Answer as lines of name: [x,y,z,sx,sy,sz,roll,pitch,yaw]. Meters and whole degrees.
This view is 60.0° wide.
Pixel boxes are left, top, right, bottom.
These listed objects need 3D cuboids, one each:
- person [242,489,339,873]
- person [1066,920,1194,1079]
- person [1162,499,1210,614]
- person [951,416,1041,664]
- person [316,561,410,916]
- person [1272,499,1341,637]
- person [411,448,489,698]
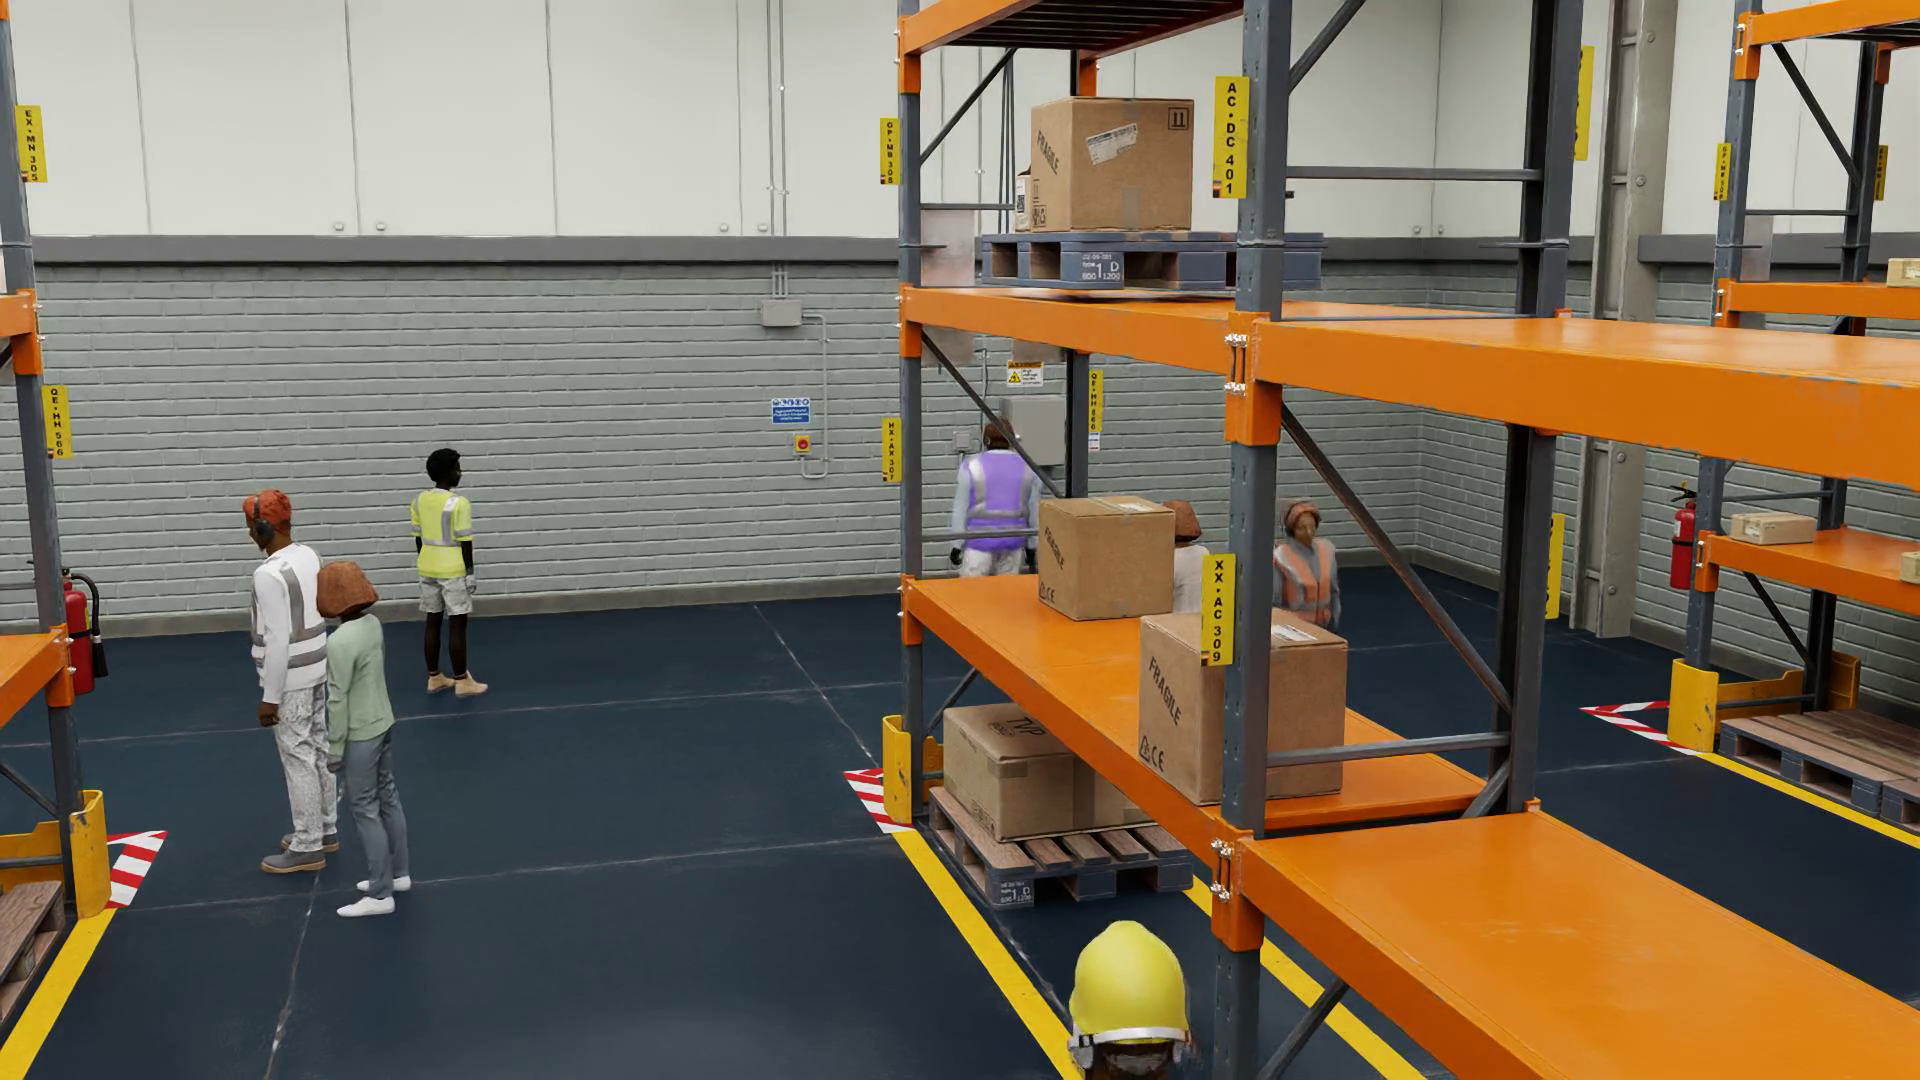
person: [-3.270,0.682,8.124,0.362,1.886,0.576,0,10,0]
person: [0.299,1.599,3.200,0.613,1.783,0.925,-2,10,-12]
person: [1.234,0.583,9.409,0.270,1.632,0.504,9,13,42]
person: [0.251,0.014,12.091,0.673,1.830,0.488,-3,10,-17]
person: [-2.754,0.899,7.649,0.296,1.625,0.495,0,10,-2]
person: [1.932,0.538,9.706,0.525,1.611,0.686,-7,12,-34]
person: [-3.484,0.221,11.284,0.536,1.699,0.322,6,12,32]
